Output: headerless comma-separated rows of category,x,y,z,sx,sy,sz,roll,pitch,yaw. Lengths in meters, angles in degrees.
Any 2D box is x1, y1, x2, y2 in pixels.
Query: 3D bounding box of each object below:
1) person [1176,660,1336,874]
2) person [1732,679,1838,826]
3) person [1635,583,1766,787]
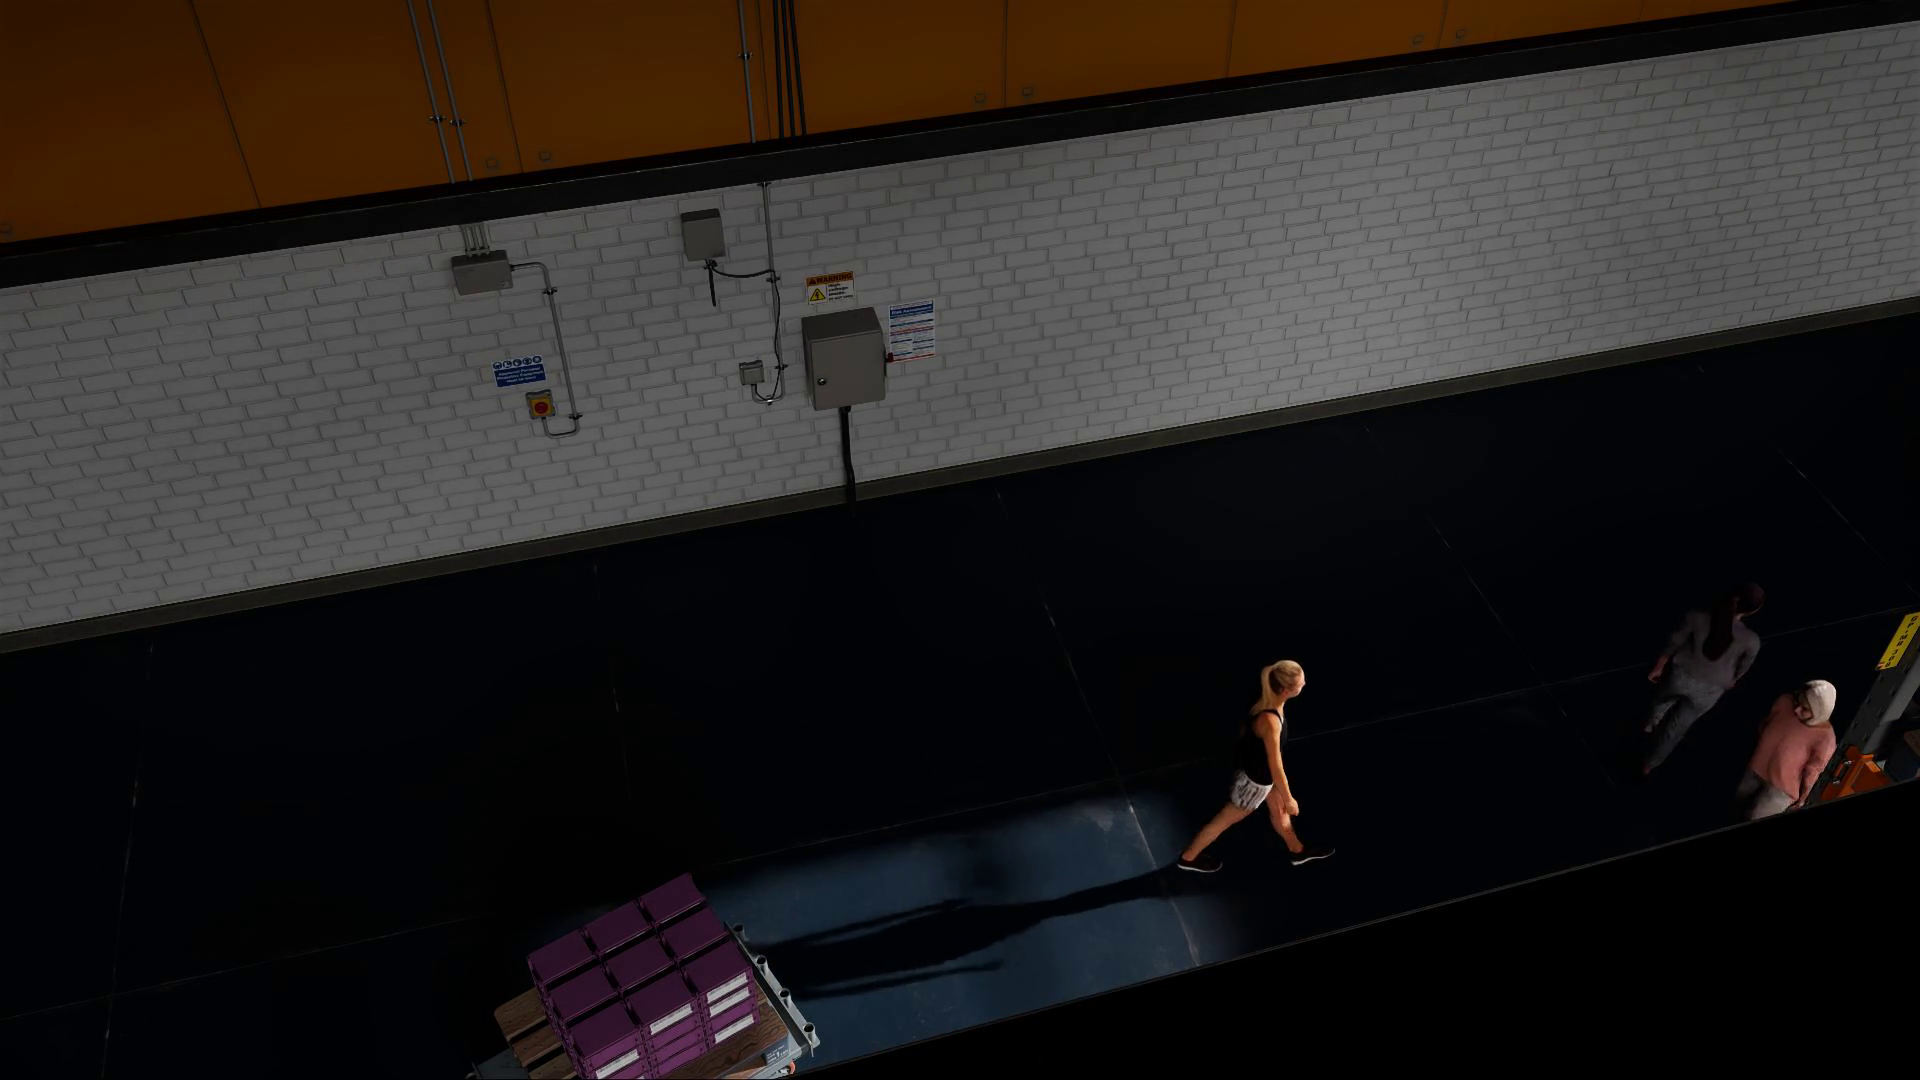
person,1.574,1.334,9.391,0.949,1.787,1.169,4,44,5
person,4.705,1.335,9.455,0.705,1.697,0.859,-14,45,-14
person,4.349,0.925,9.925,0.884,1.643,0.931,25,49,24
